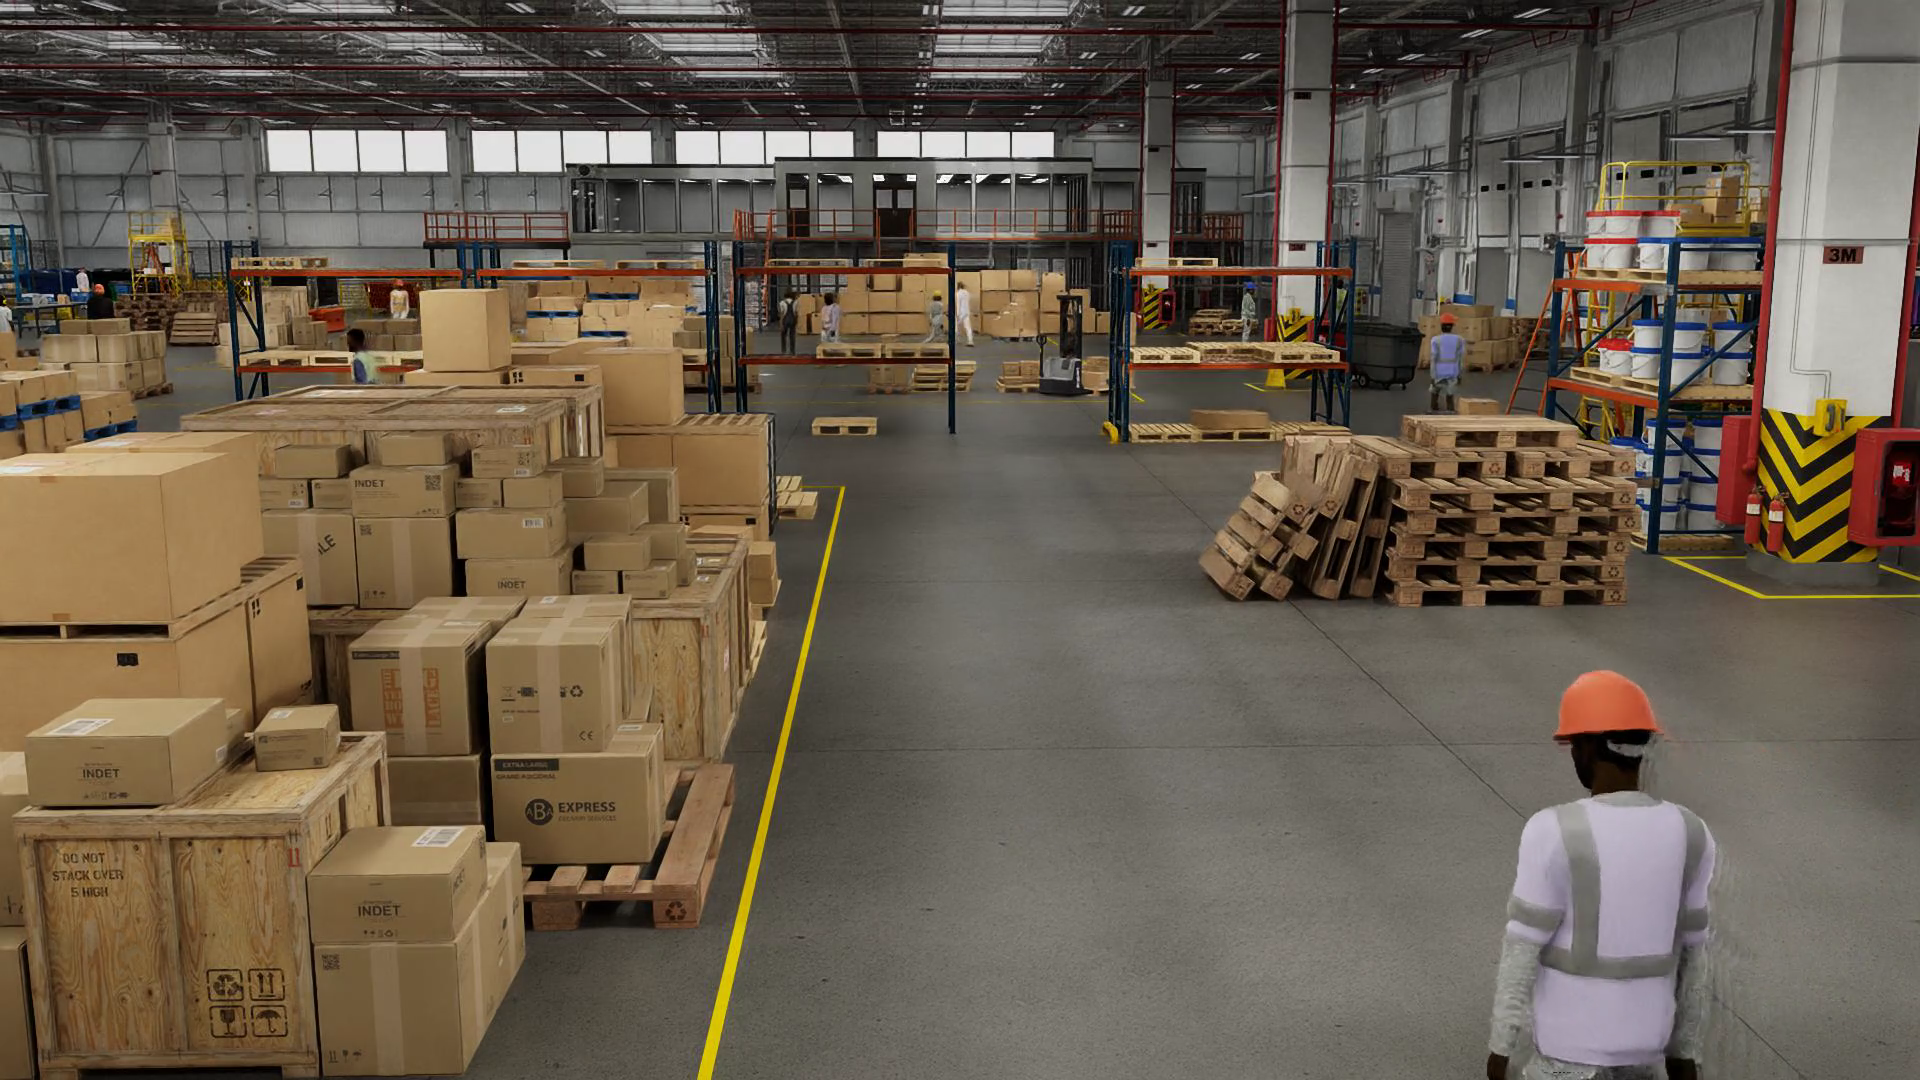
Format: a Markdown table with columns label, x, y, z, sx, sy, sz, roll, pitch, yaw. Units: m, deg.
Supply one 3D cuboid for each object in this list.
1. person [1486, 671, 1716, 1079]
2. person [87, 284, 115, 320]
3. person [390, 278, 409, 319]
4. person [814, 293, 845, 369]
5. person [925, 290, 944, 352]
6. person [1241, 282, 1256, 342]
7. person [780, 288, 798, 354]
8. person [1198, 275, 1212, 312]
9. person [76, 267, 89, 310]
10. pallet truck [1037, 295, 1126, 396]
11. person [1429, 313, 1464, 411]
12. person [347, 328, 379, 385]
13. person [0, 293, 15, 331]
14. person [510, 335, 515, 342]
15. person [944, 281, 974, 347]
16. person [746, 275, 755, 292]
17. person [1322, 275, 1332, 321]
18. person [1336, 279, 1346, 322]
| label | x | y | z | sx | sy | sz | roll | pitch | yaw |
| --- | --- | --- | --- | --- | --- | --- | --- | --- | --- |
| person | 1.727 | 1.325 | 4.351 | 0.607 | 1.893 | 0.777 | -2 | 10 | -13 |
| person | -21.338 | -5.364 | 41.330 | 0.608 | 1.995 | 0.383 | -6 | 12 | -29 |
| person | -16.985 | -6.971 | 50.461 | 0.552 | 1.924 | 0.539 | -4 | 11 | -21 |
| person | -3.117 | -5.022 | 39.927 | 0.629 | 1.815 | 0.820 | 10 | 14 | 43 |
| person | -0.664 | -5.926 | 45.224 | 0.490 | 1.724 | 0.673 | 8 | 13 | 39 |
| person | 7.734 | -5.930 | 44.613 | 0.386 | 1.948 | 0.601 | 2 | 10 | 12 |
| person | -4.470 | -5.624 | 43.272 | 0.513 | 1.820 | 0.728 | -4 | 11 | -20 |
| person | 10.534 | -10.766 | 71.458 | 0.612 | 1.986 | 0.407 | 3 | 11 | 19 |
| person | -39.226 | -11.271 | 74.493 | 0.642 | 1.905 | 0.399 | 5 | 11 | 25 |
| pallet truck | 2.483 | -3.881 | 33.060 | 1.885 | 1.965 | 0.823 | -7 | 13 | -36 |
| person | 7.688 | -2.641 | 26.416 | 0.555 | 1.903 | 0.869 | 1 | 10 | 4 |
| person | -7.965 | -1.922 | 22.460 | 0.844 | 1.891 | 0.595 | -1 | 10 | -4 |
| person | -21.439 | -4.589 | 37.348 | 0.512 | 1.877 | 0.328 | 1 | 10 | 3 |
| person | -5.580 | -1.603 | 20.627 | 0.409 | 1.912 | 0.598 | -8 | 13 | -36 |
| person | 0.010 | -6.507 | 47.989 | 1.024 | 1.881 | 0.662 | 9 | 14 | 42 |
| person | -7.676 | -8.796 | 60.950 | 1.042 | 1.824 | 0.601 | 3 | 10 | 14 |
| person | 13.683 | -8.951 | 61.647 | 0.606 | 1.873 | 0.986 | -2 | 10 | -11 |
| person | 12.023 | -7.344 | 52.787 | 0.627 | 1.844 | 0.429 | -7 | 13 | -36 |
